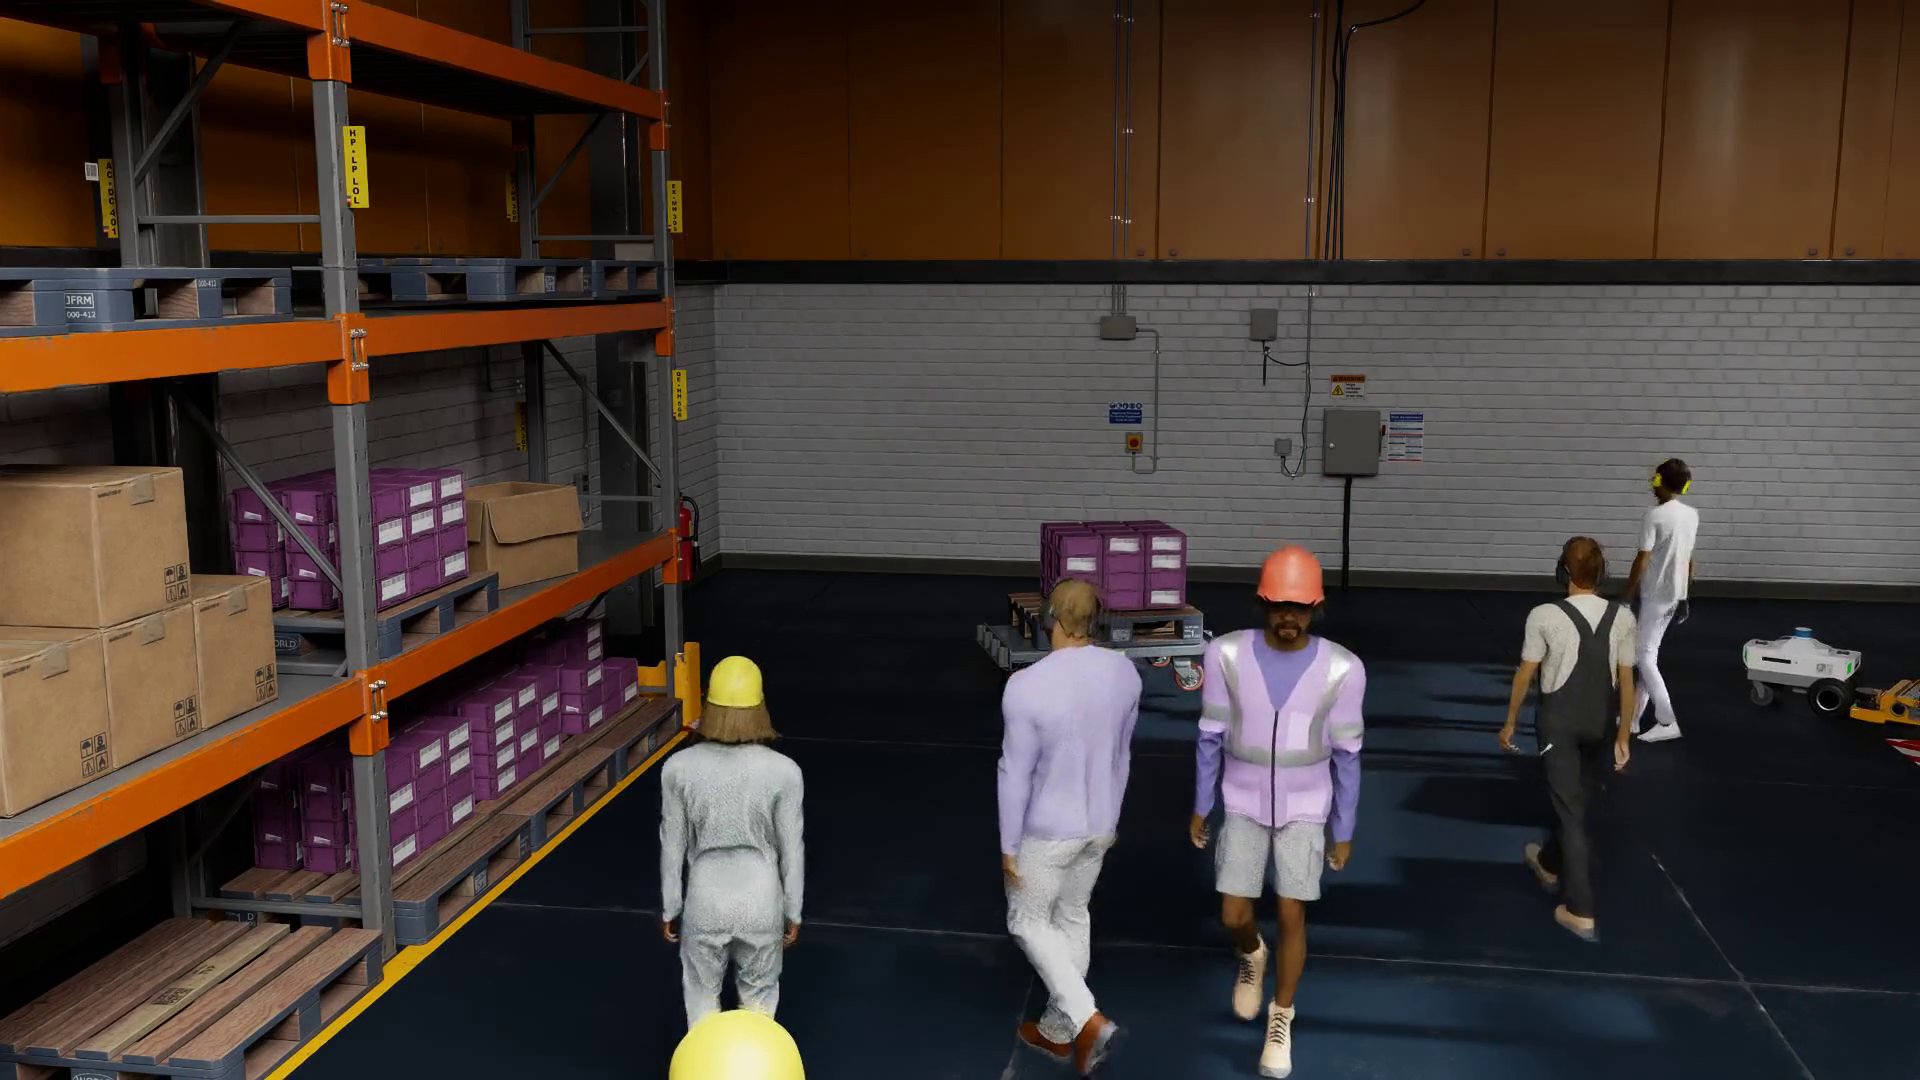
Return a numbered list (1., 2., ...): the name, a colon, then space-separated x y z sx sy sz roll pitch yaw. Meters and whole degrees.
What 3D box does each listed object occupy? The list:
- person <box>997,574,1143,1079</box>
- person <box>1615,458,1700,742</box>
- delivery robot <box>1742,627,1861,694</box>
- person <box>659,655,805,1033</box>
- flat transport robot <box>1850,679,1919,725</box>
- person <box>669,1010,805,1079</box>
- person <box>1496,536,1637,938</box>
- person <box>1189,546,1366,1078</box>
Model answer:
1. person: 0.436 1.084 6.202 0.639 1.913 0.605 -6 11 -34
2. person: 4.528 0.391 10.771 0.601 1.836 0.547 -6 11 -31
3. delivery robot: 5.833 0.849 11.543 0.707 0.478 0.477 7 11 37
4. person: -0.776 1.257 5.678 0.503 1.729 0.482 0 9 -3
5. flat transport robot: 6.723 1.137 10.929 1.431 0.197 0.652 8 12 40
6. person: -0.314 1.664 2.587 0.591 1.923 0.381 -7 11 -36
7. person: 2.831 0.870 7.839 0.533 1.799 0.927 -1 9 -7
8. person: 1.195 1.007 6.316 0.650 2.028 0.550 2 10 15
